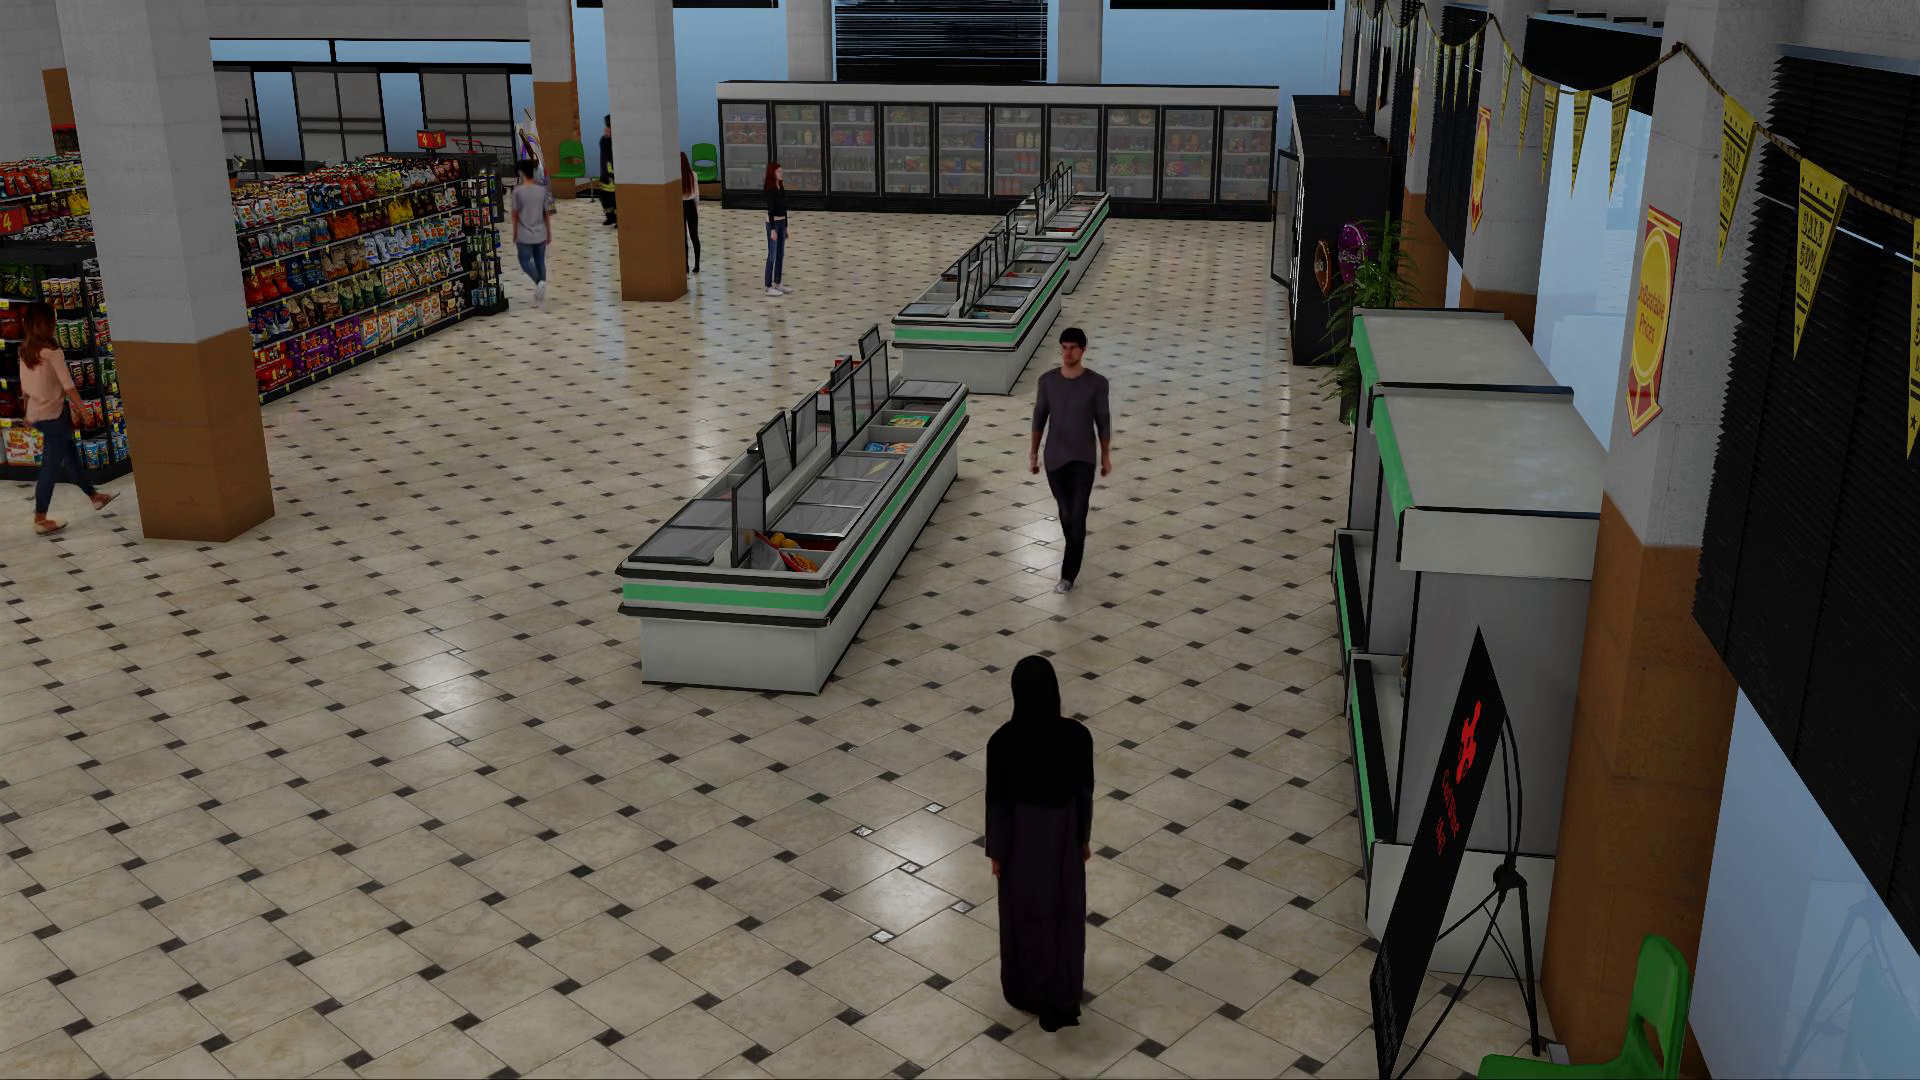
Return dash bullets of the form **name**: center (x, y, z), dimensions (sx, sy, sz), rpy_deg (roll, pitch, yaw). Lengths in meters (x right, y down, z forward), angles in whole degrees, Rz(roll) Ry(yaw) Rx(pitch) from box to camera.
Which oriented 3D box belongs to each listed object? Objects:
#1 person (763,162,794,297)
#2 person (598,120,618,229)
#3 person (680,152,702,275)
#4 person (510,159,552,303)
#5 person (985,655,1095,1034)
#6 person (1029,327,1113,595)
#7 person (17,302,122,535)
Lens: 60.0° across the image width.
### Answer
- **person**: center (-2.495, -4.211, 22.535), dimensions (0.663, 1.787, 0.525), rpy_deg (7, 20, 21)
- **person**: center (-5.958, -6.299, 28.644), dimensions (0.910, 1.840, 0.913), rpy_deg (-14, 23, -35)
- **person**: center (-3.973, -4.738, 24.136), dimensions (0.639, 1.762, 0.721), rpy_deg (-15, 24, -38)
- **person**: center (-5.602, -4.024, 21.847), dimensions (0.997, 1.871, 1.042), rpy_deg (-13, 23, -34)
- **person**: center (0.319, 1.245, 6.649), dimensions (0.689, 1.599, 0.923), rpy_deg (0, 19, -1)
- **person**: center (0.807, -0.588, 11.763), dimensions (0.868, 1.805, 1.237), rpy_deg (7, 20, 20)
- **person**: center (-7.070, -0.903, 12.769), dimensions (0.830, 1.758, 1.107), rpy_deg (10, 21, 28)
